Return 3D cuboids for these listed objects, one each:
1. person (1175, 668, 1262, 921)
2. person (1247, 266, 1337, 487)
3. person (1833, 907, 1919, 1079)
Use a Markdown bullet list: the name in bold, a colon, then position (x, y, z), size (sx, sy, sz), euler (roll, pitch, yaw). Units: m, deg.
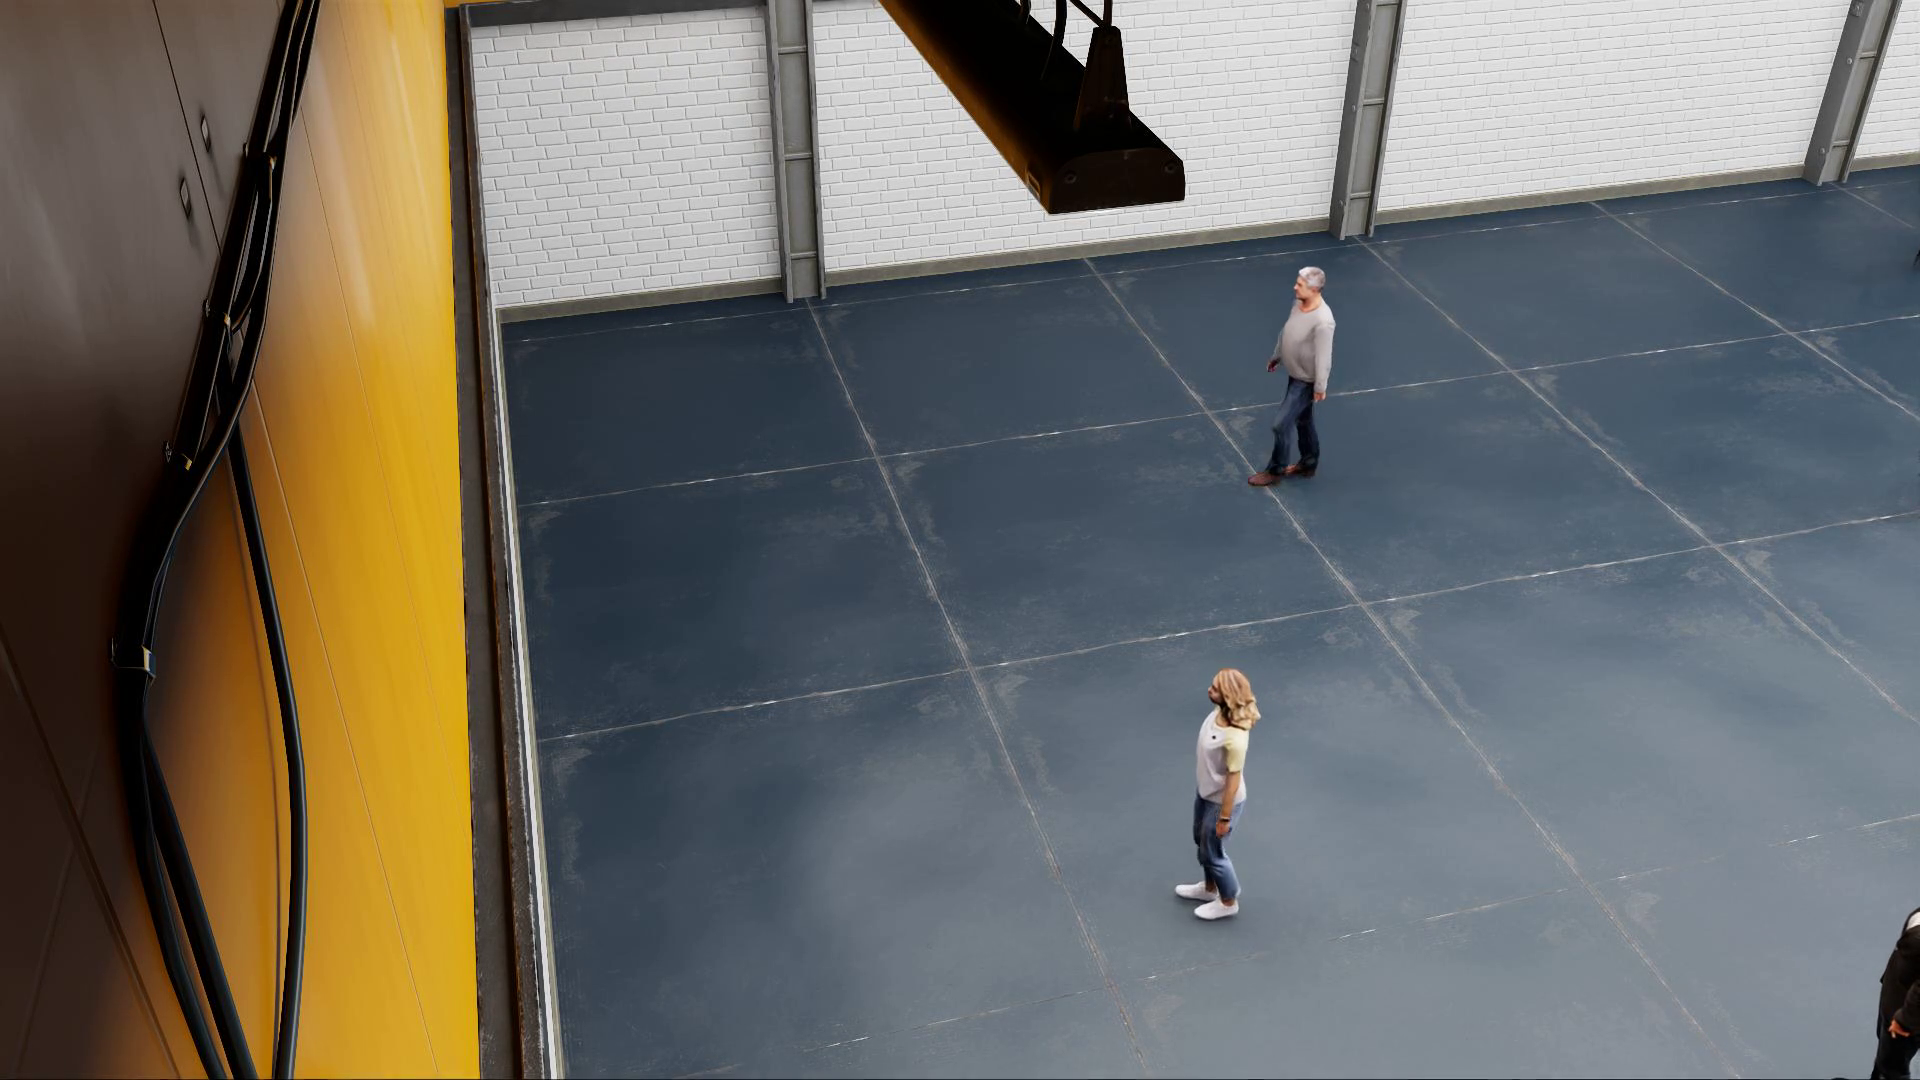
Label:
- **person**: position (1.486, 1.440, 9.280), size (0.633, 1.718, 0.684), euler (-1, 34, -2)
- **person**: position (2.817, -1.309, 13.263), size (0.930, 1.886, 0.819), euler (-2, 34, -3)
- **person**: position (4.646, 2.202, 8.057), size (0.778, 1.803, 0.746), euler (14, 36, 20)
